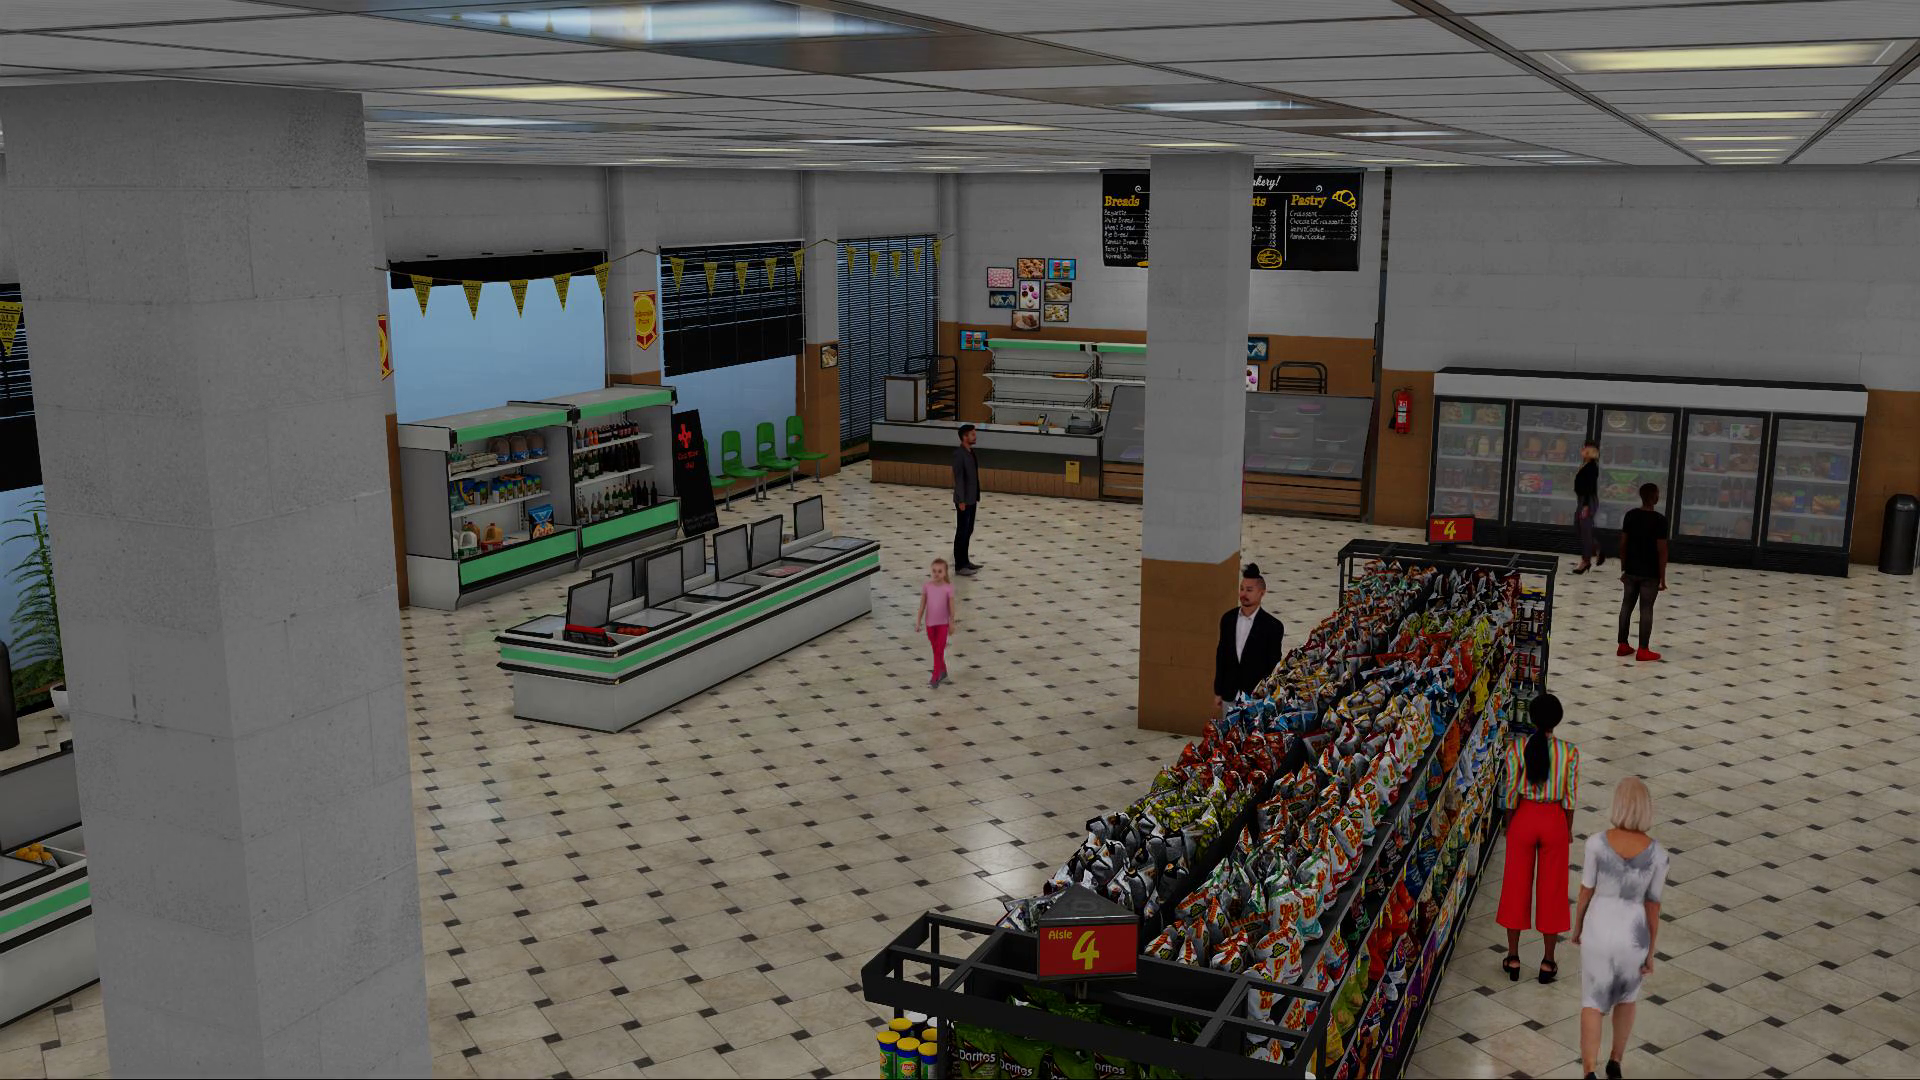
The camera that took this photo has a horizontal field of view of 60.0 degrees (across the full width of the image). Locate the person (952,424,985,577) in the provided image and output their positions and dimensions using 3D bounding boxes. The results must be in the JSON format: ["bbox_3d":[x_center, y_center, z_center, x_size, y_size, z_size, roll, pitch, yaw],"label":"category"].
[{"bbox_3d":[0.075,-0.516,20.649,0.789,1.873,0.592,3,12,14],"label":"person"}]

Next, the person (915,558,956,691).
[{"bbox_3d":[-0.204,0.792,15.967,0.555,1.244,0.891,4,13,19],"label":"person"}]

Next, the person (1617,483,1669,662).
[{"bbox_3d":[6.920,0.312,16.886,0.713,1.804,0.717,-8,14,-34],"label":"person"}]

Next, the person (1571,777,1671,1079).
[{"bbox_3d":[3.378,2.102,8.573,0.606,1.726,0.951,4,13,20],"label":"person"}]

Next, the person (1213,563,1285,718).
[{"bbox_3d":[2.190,1.134,12.631,0.765,1.949,0.697,10,15,39],"label":"person"}]

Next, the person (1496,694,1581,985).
[{"bbox_3d":[3.459,1.777,9.955,0.621,1.793,0.569,4,12,16],"label":"person"}]

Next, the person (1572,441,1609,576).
[{"bbox_3d":[7.846,-0.387,20.546,0.730,1.663,0.684,3,12,15],"label":"person"}]
